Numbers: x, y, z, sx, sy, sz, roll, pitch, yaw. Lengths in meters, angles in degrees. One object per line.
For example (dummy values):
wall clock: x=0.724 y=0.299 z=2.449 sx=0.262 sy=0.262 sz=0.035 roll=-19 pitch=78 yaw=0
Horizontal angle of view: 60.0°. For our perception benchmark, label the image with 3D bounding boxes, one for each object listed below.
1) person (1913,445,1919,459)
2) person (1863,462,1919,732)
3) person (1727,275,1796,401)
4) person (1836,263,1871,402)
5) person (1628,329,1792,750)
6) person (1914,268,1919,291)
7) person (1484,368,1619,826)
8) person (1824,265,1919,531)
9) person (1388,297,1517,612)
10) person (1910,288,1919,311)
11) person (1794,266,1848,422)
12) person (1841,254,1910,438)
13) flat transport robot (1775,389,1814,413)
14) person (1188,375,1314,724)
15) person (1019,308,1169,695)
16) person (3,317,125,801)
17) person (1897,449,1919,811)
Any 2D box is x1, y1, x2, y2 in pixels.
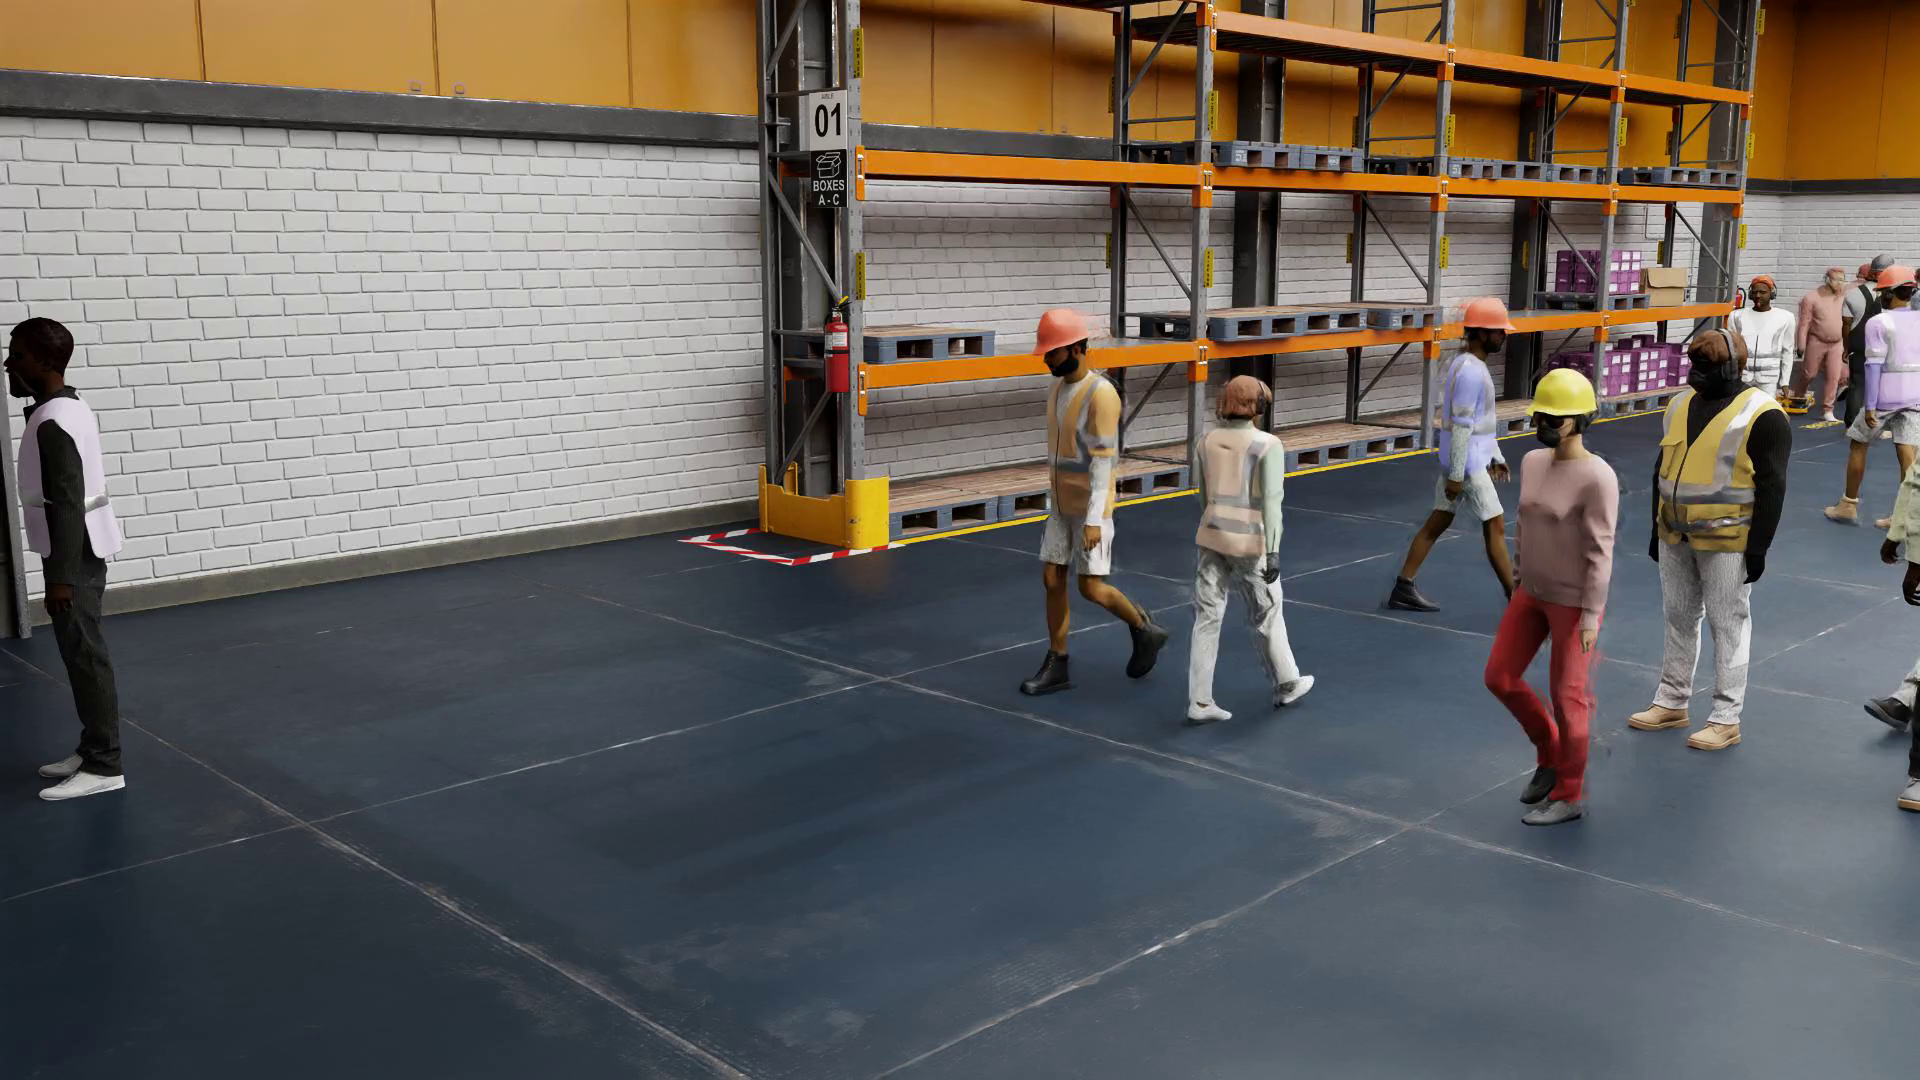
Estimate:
person: x=7.785 y=-0.989 z=13.262 sx=0.546 sy=1.623 sz=0.459 roll=4 pitch=11 yaw=20
person: x=4.487 y=-0.005 z=7.503 sx=0.945 sy=1.764 sz=0.628 roll=-3 pitch=11 yaw=-14
person: x=7.217 y=-1.452 z=15.089 sx=0.579 sy=1.882 sz=0.342 roll=6 pitch=12 yaw=32
person: x=11.996 y=-2.749 z=22.223 sx=0.666 sy=1.872 sz=0.474 roll=3 pitch=11 yaw=16
person: x=3.284 y=-0.006 z=7.327 sx=0.429 sy=1.839 sz=0.633 roll=-5 pitch=11 yaw=-24
person: x=13.713 y=-3.016 z=23.863 sx=0.572 sy=1.811 sz=0.941 roll=10 pitch=14 yaw=43
person: x=2.244 y=0.227 z=6.281 sx=0.388 sy=1.751 sz=0.542 roll=-4 pitch=11 yaw=-19
person: x=7.057 y=-1.085 z=12.732 sx=0.602 sy=2.005 sz=0.861 roll=-2 pitch=11 yaw=-9
person: x=3.015 y=-0.467 z=9.727 sx=0.985 sy=1.886 sz=0.552 roll=2 pitch=11 yaw=10
person: x=11.973 y=-2.596 z=21.343 sx=0.653 sy=1.887 sz=0.976 roll=3 pitch=11 yaw=18
person: x=10.540 y=-2.406 z=20.331 sx=0.643 sy=1.877 sz=0.847 roll=1 pitch=10 yaw=4
person: x=10.181 y=-2.155 z=18.496 sx=0.673 sy=2.000 sz=0.536 roll=9 pitch=14 yaw=40
flat transport robot: x=10.559 y=-1.794 z=21.357 sx=0.652 sy=0.197 sz=1.431 roll=6 pitch=12 yaw=30
person: x=1.349 y=0.037 z=7.733 sx=0.827 sy=1.589 sz=0.572 roll=-9 pitch=14 yaw=-41
person: x=0.662 y=-0.186 z=8.143 sx=0.744 sy=1.902 sz=0.550 roll=-6 pitch=12 yaw=-32
person: x=-3.580 y=0.070 z=6.687 sx=0.390 sy=1.922 sz=0.591 roll=-5 pitch=12 yaw=-26
person: x=3.962 y=0.090 z=6.373 sx=0.622 sy=1.993 sz=0.382 roll=6 pitch=12 yaw=28
